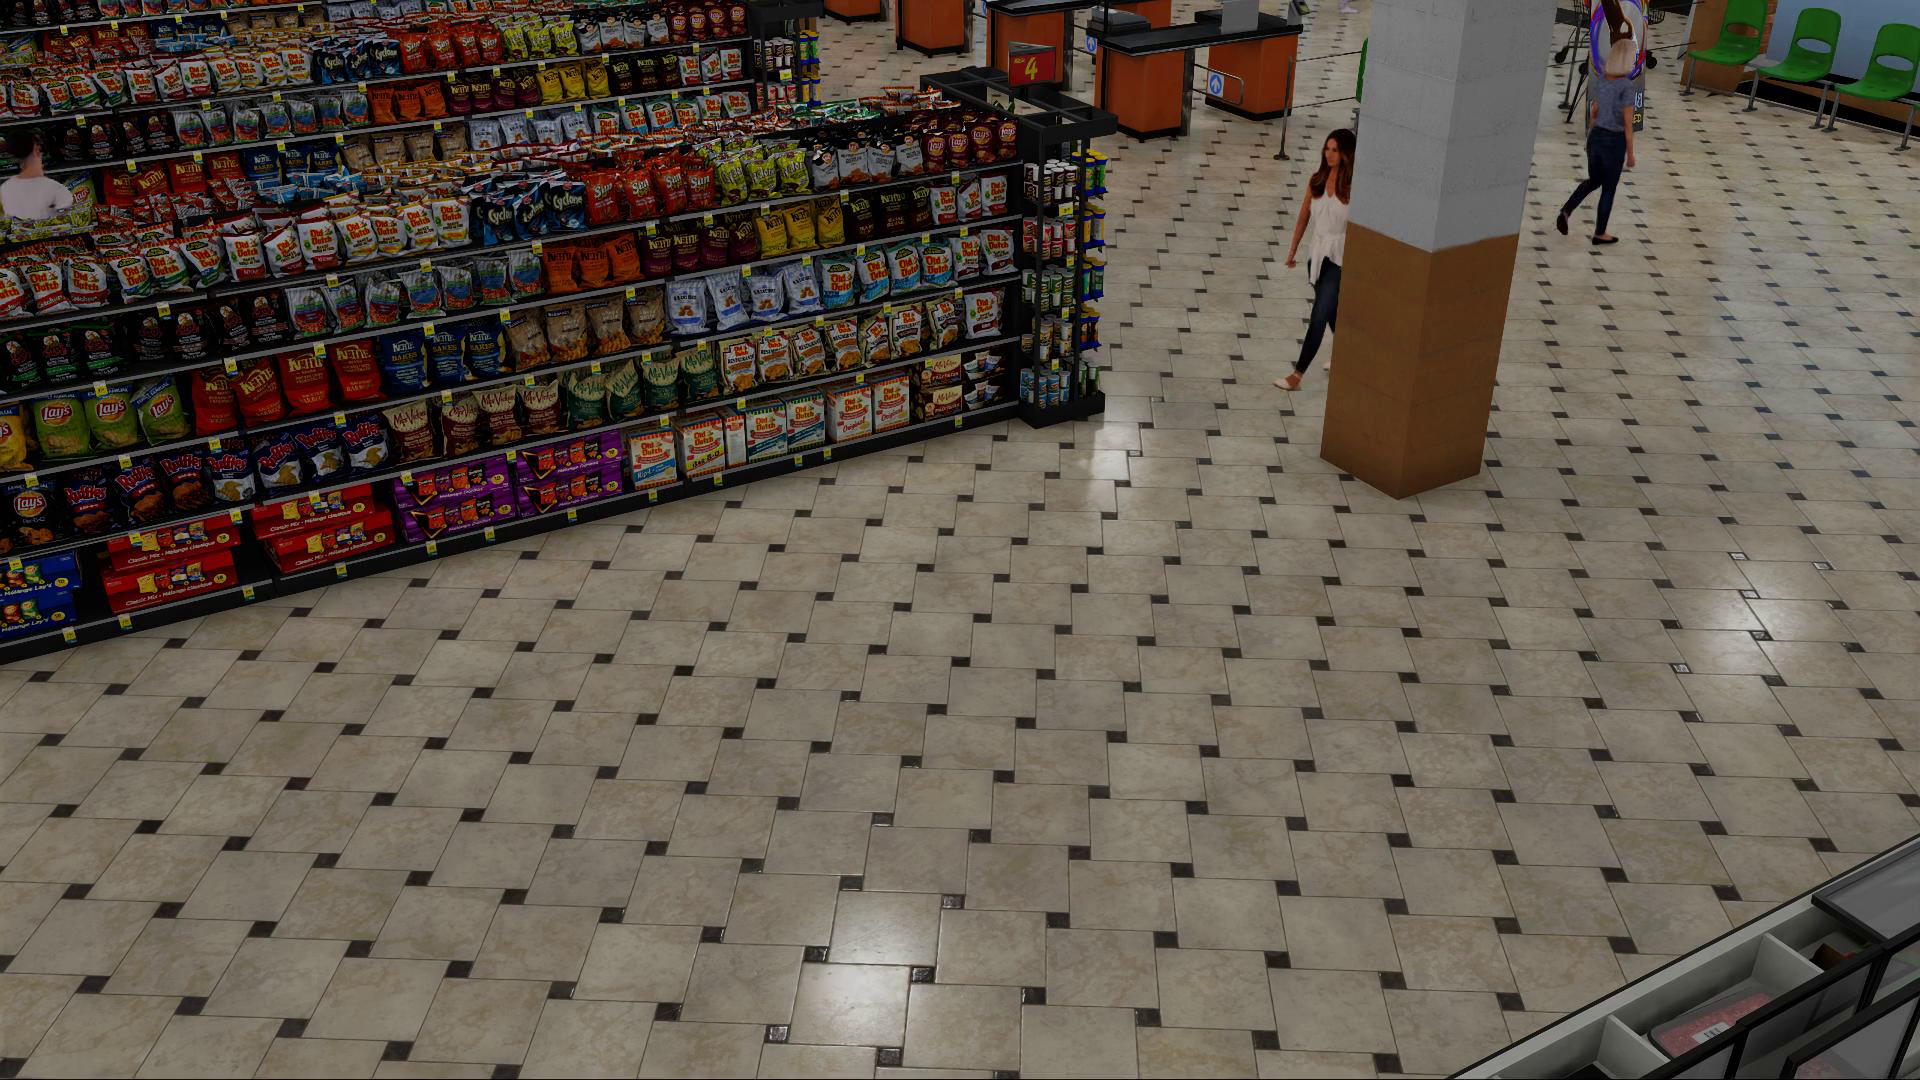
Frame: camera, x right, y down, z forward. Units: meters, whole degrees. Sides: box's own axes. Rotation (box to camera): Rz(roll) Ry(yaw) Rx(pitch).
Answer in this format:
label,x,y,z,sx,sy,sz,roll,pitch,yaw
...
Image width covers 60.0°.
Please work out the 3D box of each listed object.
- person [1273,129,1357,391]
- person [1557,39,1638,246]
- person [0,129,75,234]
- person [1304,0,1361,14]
label,x,y,z,sx,sy,sz,roll,pitch,yaw
person,2.553,-1.886,11.248,1.172,1.735,0.789,-23,36,-35
person,5.322,-3.274,13.813,0.860,1.713,0.689,-10,30,-17
person,-5.949,-1.788,10.975,0.894,1.823,0.957,12,31,20
person,4.930,-7.981,22.275,1.207,1.865,1.123,6,29,11
